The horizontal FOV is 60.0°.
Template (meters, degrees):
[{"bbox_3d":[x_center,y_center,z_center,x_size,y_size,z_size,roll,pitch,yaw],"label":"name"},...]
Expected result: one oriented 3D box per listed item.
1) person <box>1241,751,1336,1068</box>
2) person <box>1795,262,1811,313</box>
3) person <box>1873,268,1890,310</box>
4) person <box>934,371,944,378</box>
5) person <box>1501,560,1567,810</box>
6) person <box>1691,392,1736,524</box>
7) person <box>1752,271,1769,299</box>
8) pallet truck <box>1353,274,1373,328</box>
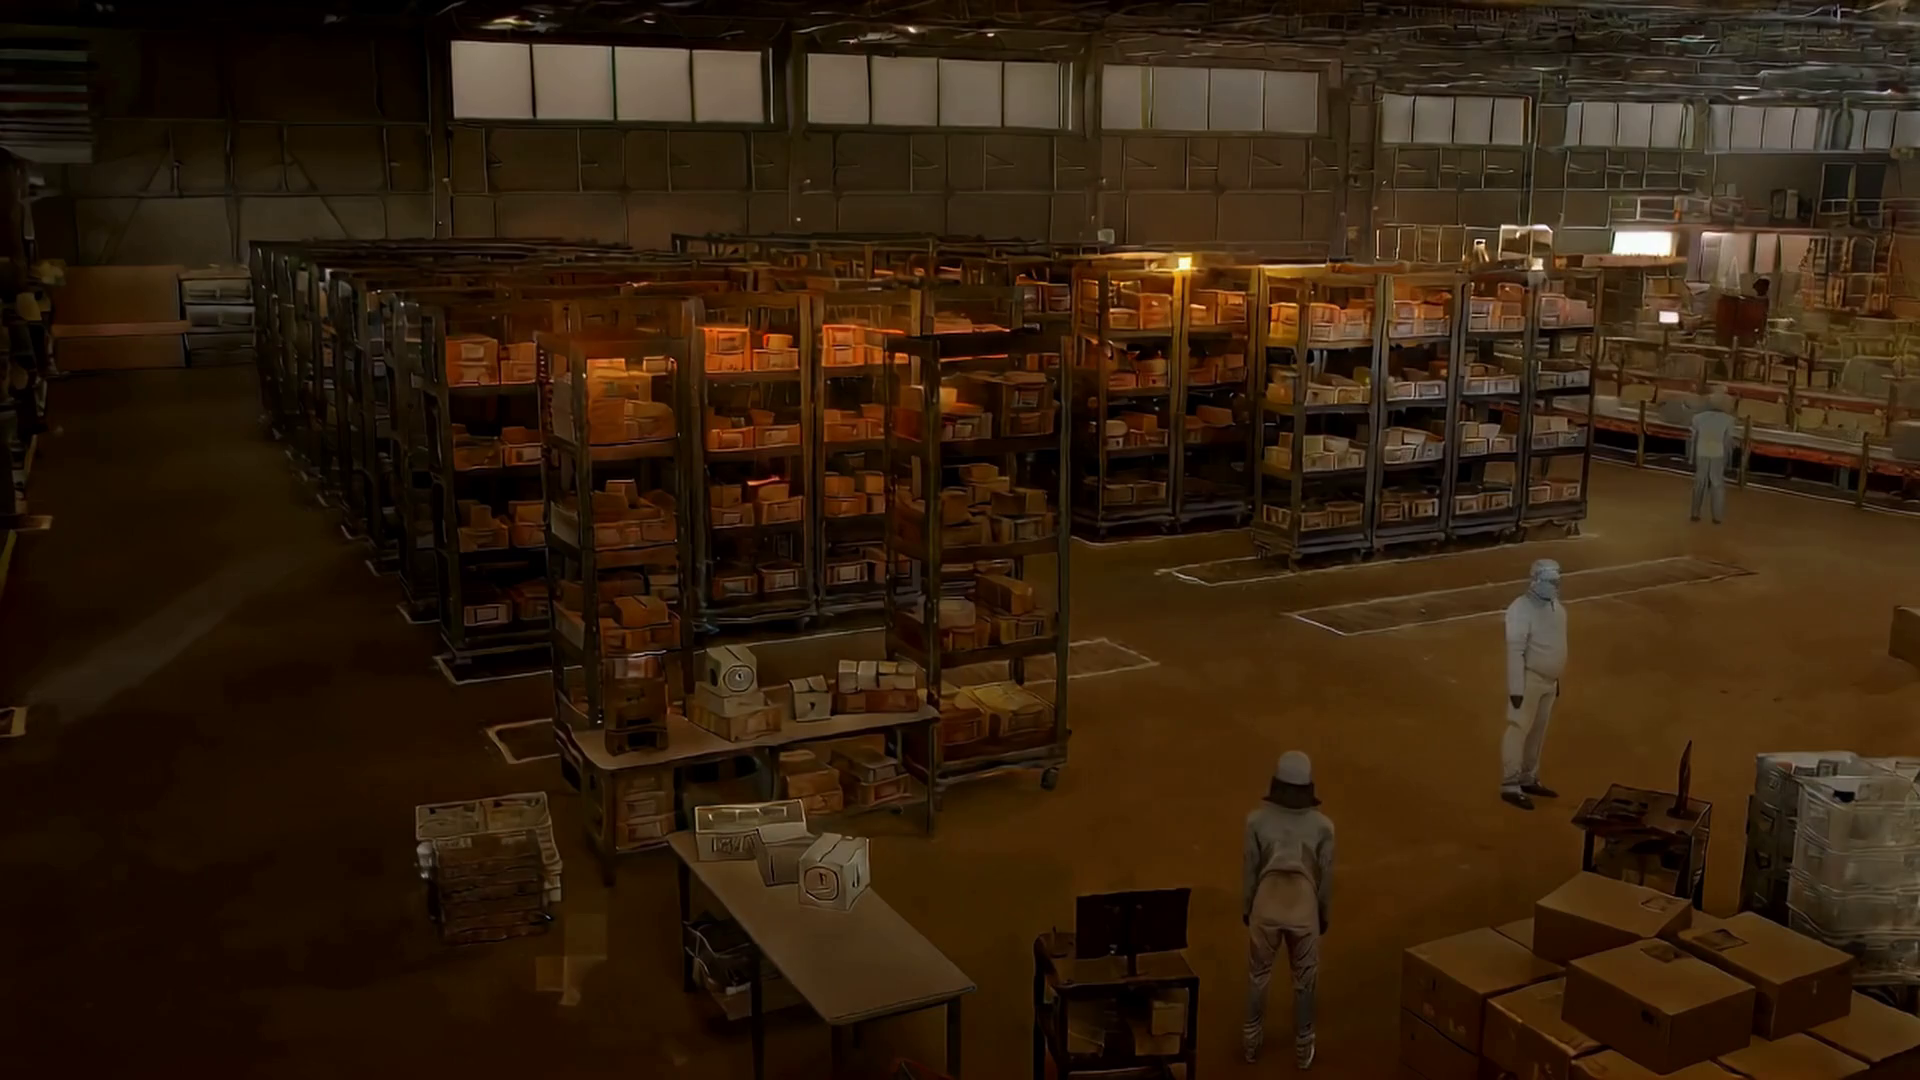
[{"bbox_3d":[1.756,1.978,8.965,0.485,1.734,0.353,3,12,12],"label":"person"},{"bbox_3d":[31.392,-9.393,61.820,0.591,1.872,0.576,-6,13,-25],"label":"person"},{"bbox_3d":[33.120,-8.900,59.788,0.518,1.756,0.348,8,15,34],"label":"person"},{"bbox_3d":[-0.340,-2.176,28.252,0.816,1.786,0.587,-7,14,-28],"label":"person"},{"bbox_3d":[4.418,1.086,12.721,0.639,1.911,0.406,-11,16,-41],"label":"person"},{"bbox_3d":[10.528,-1.145,23.301,0.565,1.845,0.387,11,16,42],"label":"person"},{"bbox_3d":[26.696,-8.041,55.519,0.516,1.865,0.329,5,13,21],"label":"person"},{"bbox_3d":[13.011,-8.050,55.243,0.823,1.965,1.885,-7,14,-28],"label":"pallet truck"}]
